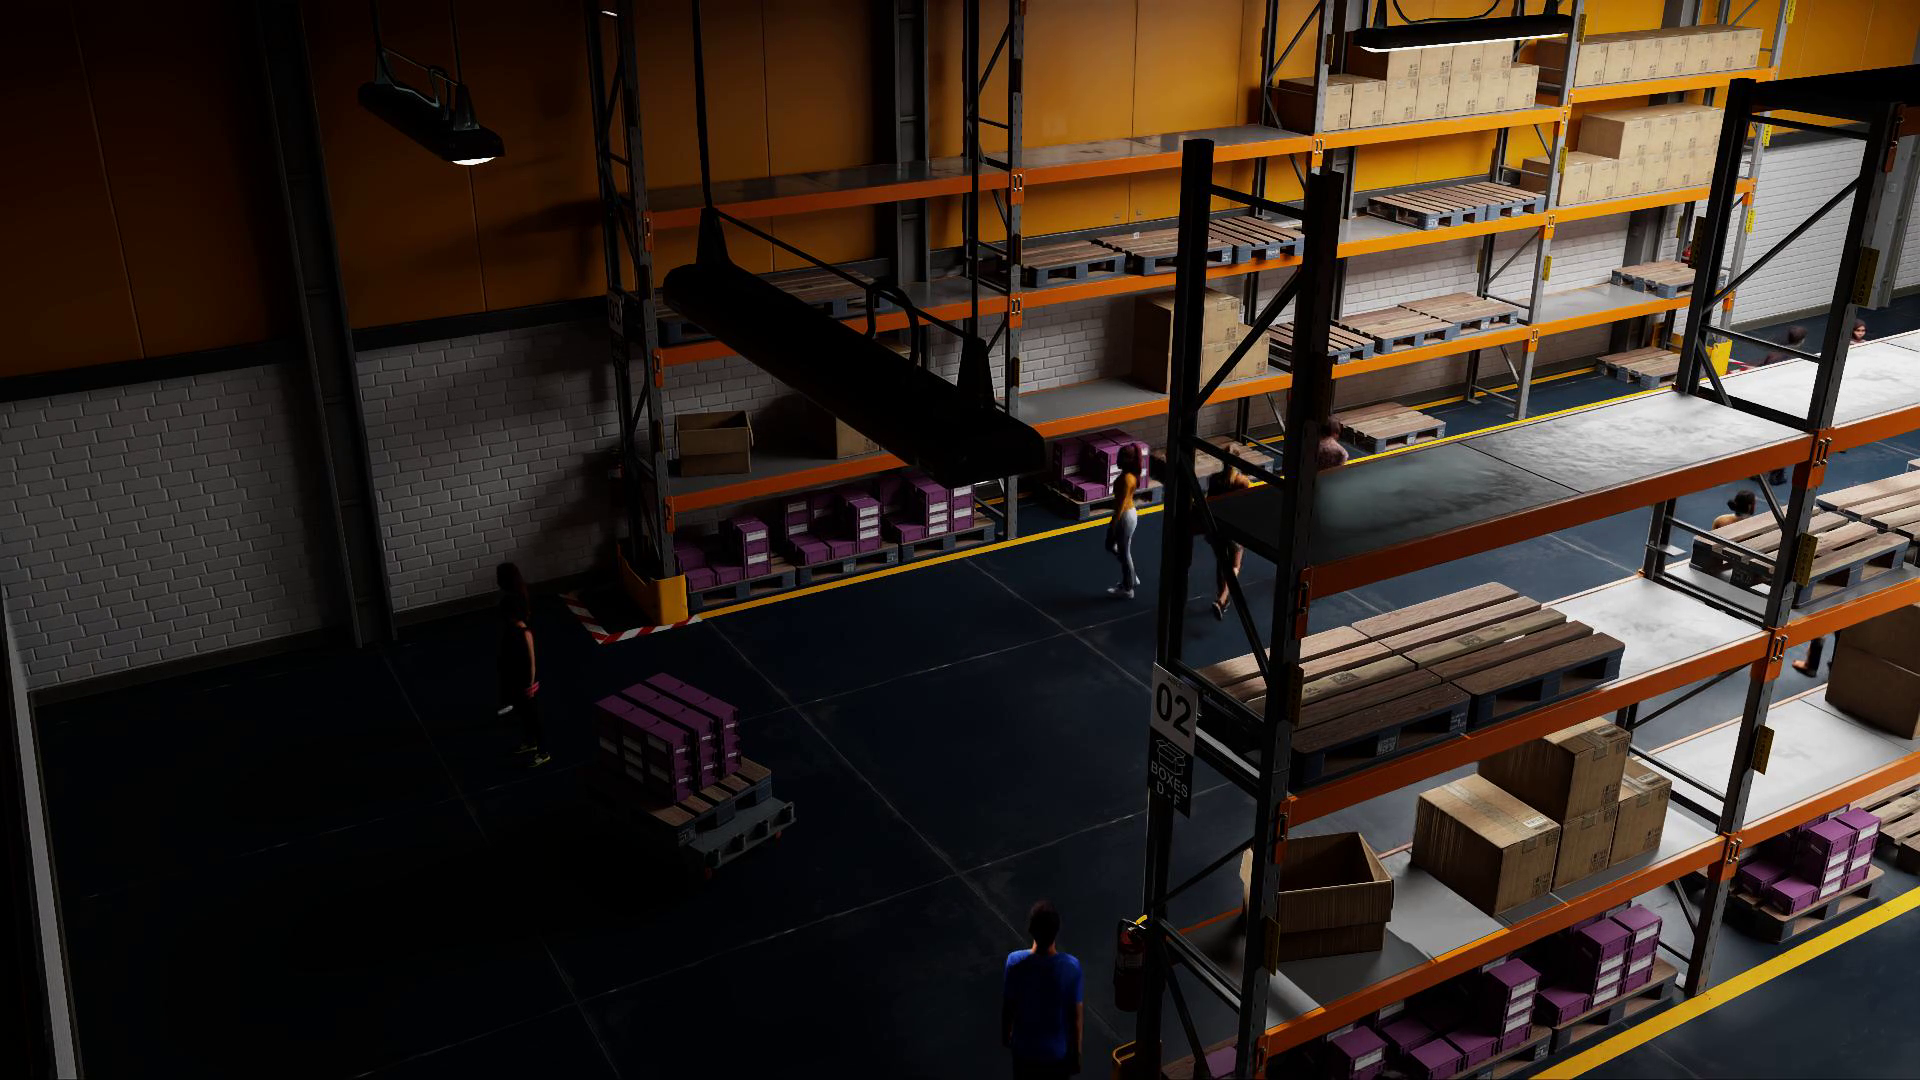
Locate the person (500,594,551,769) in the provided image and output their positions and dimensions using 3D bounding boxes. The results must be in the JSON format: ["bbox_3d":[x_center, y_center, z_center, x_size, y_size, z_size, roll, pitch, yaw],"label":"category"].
[{"bbox_3d":[-3.671,1.154,13.963,0.521,1.552,0.562,-16,28,-32],"label":"person"}]

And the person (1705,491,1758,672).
[{"bbox_3d":[7.177,0.367,15.514,0.626,1.752,0.683,-18,29,-35],"label":"person"}]

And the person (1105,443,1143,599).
[{"bbox_3d":[1.747,-0.160,16.747,0.765,1.729,0.721,4,24,9],"label":"person"}]

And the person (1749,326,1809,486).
[{"bbox_3d":[9.732,-1.608,19.806,0.700,1.934,0.776,-20,31,-38],"label":"person"}]

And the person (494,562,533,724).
[{"bbox_3d":[-3.841,0.892,14.561,0.741,1.553,0.707,-1,24,-3],"label":"person"}]

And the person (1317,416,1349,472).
[{"bbox_3d":[3.674,-0.350,17.149,0.940,1.757,1.175,18,30,36],"label":"person"}]

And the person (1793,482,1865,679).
[{"bbox_3d":[8.100,0.372,15.330,0.712,1.891,0.842,0,24,-1],"label":"person"}]

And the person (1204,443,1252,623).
[{"bbox_3d":[2.616,-0.060,16.401,0.984,1.823,1.105,9,25,21],"label":"person"}]

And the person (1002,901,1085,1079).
[{"bbox_3d":[0.467,2.969,9.469,1.169,1.826,1.097,1,24,3],"label":"person"}]
